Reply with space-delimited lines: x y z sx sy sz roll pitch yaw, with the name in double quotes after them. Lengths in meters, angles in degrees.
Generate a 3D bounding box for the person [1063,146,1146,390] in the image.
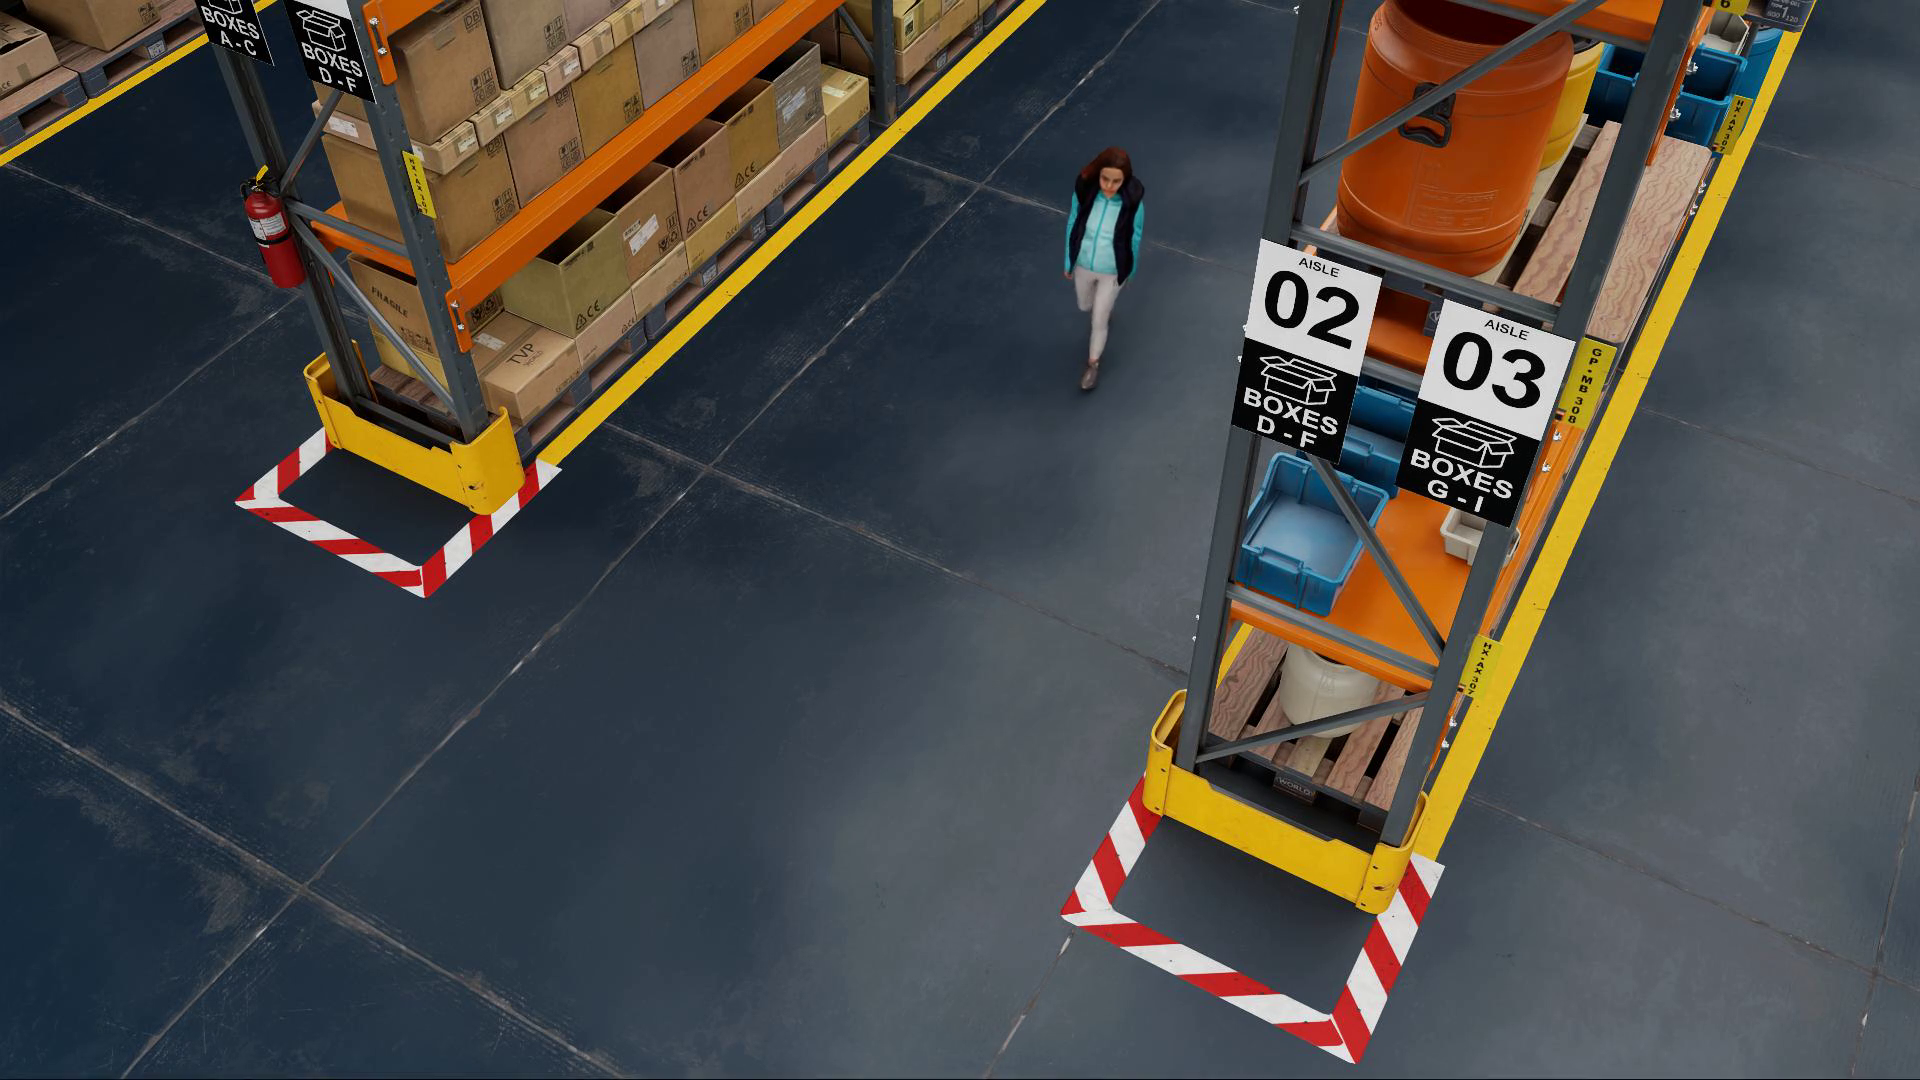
0.785 -1.558 9.064 0.645 1.484 0.907 15 49 14 "person"
